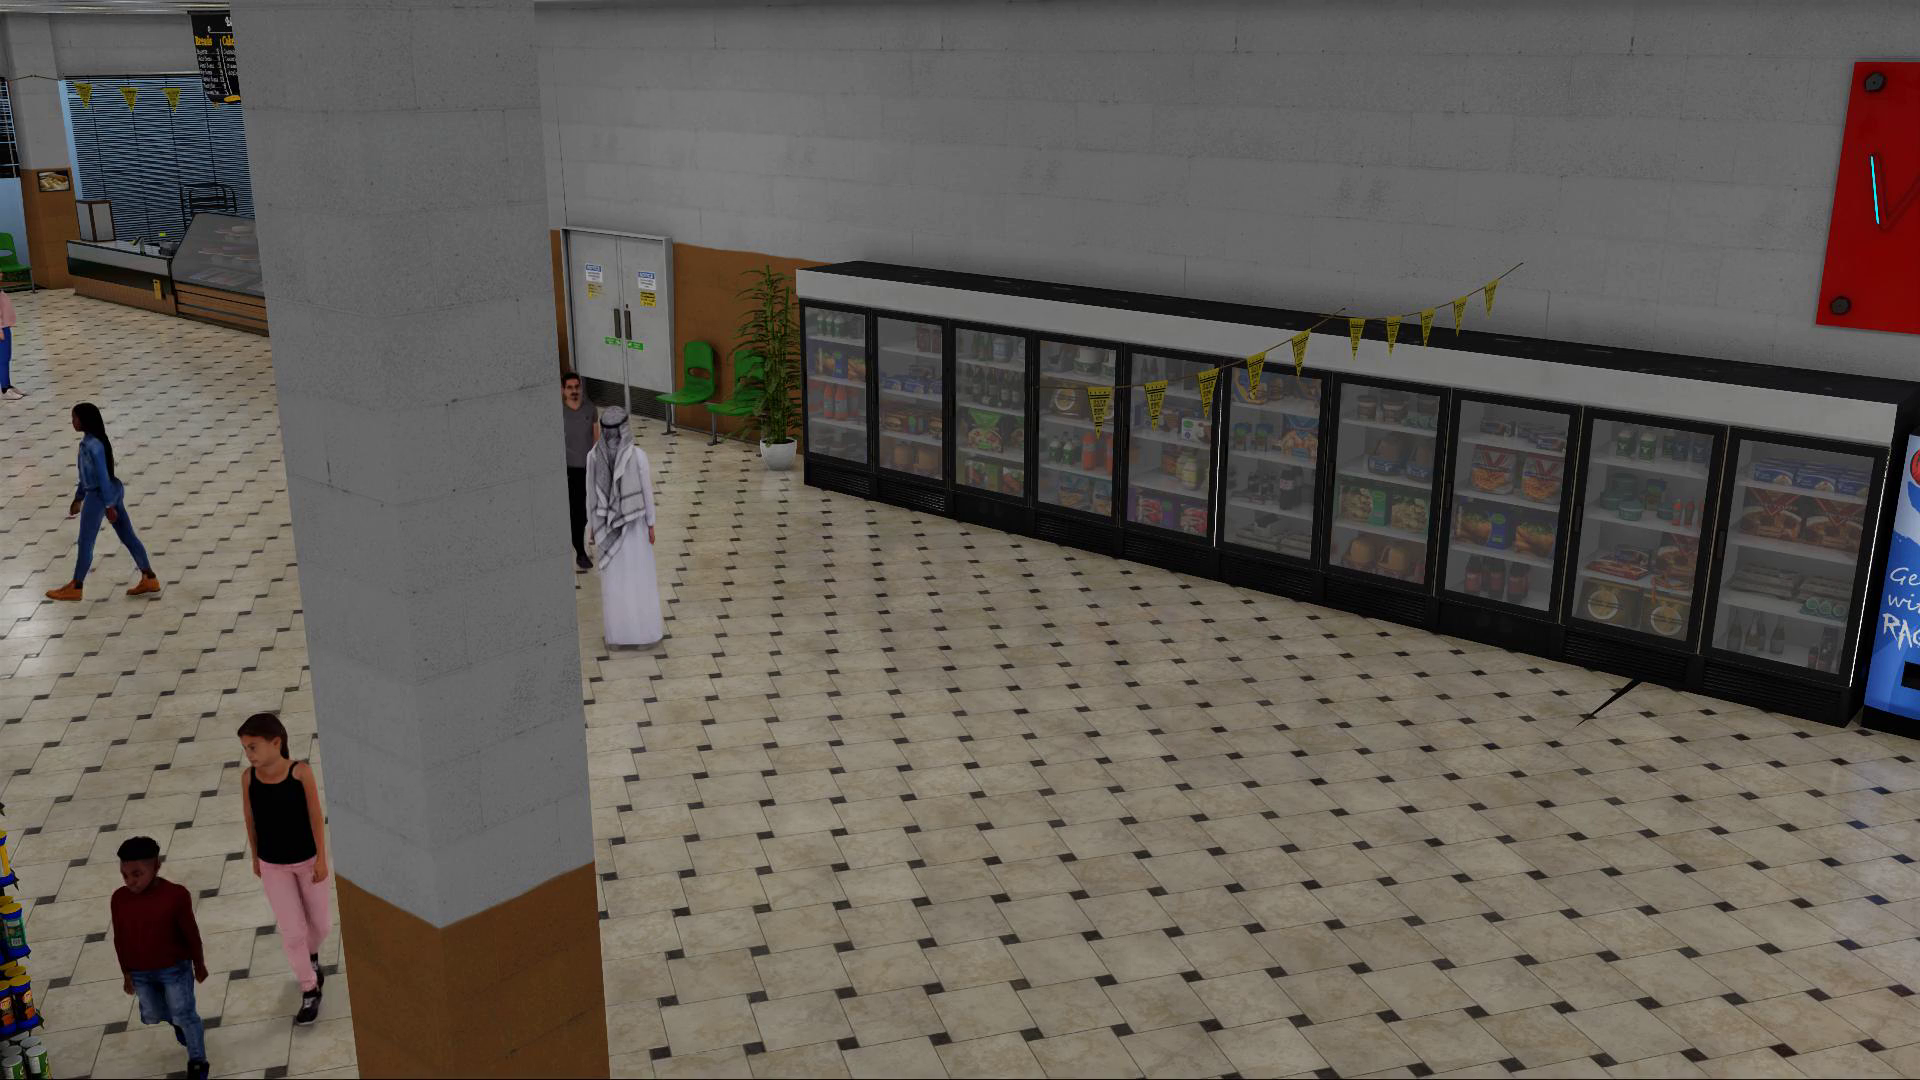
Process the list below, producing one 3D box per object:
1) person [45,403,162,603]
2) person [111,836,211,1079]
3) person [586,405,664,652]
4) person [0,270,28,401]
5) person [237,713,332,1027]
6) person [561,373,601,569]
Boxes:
[{"bbox_3d":[-7.085,-0.315,14.007,1.172,1.681,0.939,-8,18,-23],"label":"person"},{"bbox_3d":[-3.614,1.883,7.542,0.741,1.232,0.808,-2,17,-7],"label":"person"},{"bbox_3d":[-2.610,-0.089,12.841,0.804,1.925,0.835,1,17,3],"label":"person"},{"bbox_3d":[-12.615,-2.747,21.863,0.735,1.769,0.725,-5,18,-16],"label":"person"},{"bbox_3d":[-3.252,1.556,8.093,0.830,1.536,0.820,-6,18,-19],"label":"person"},{"bbox_3d":[-3.478,-0.654,15.030,1.013,1.735,0.898,-9,19,-28],"label":"person"}]
